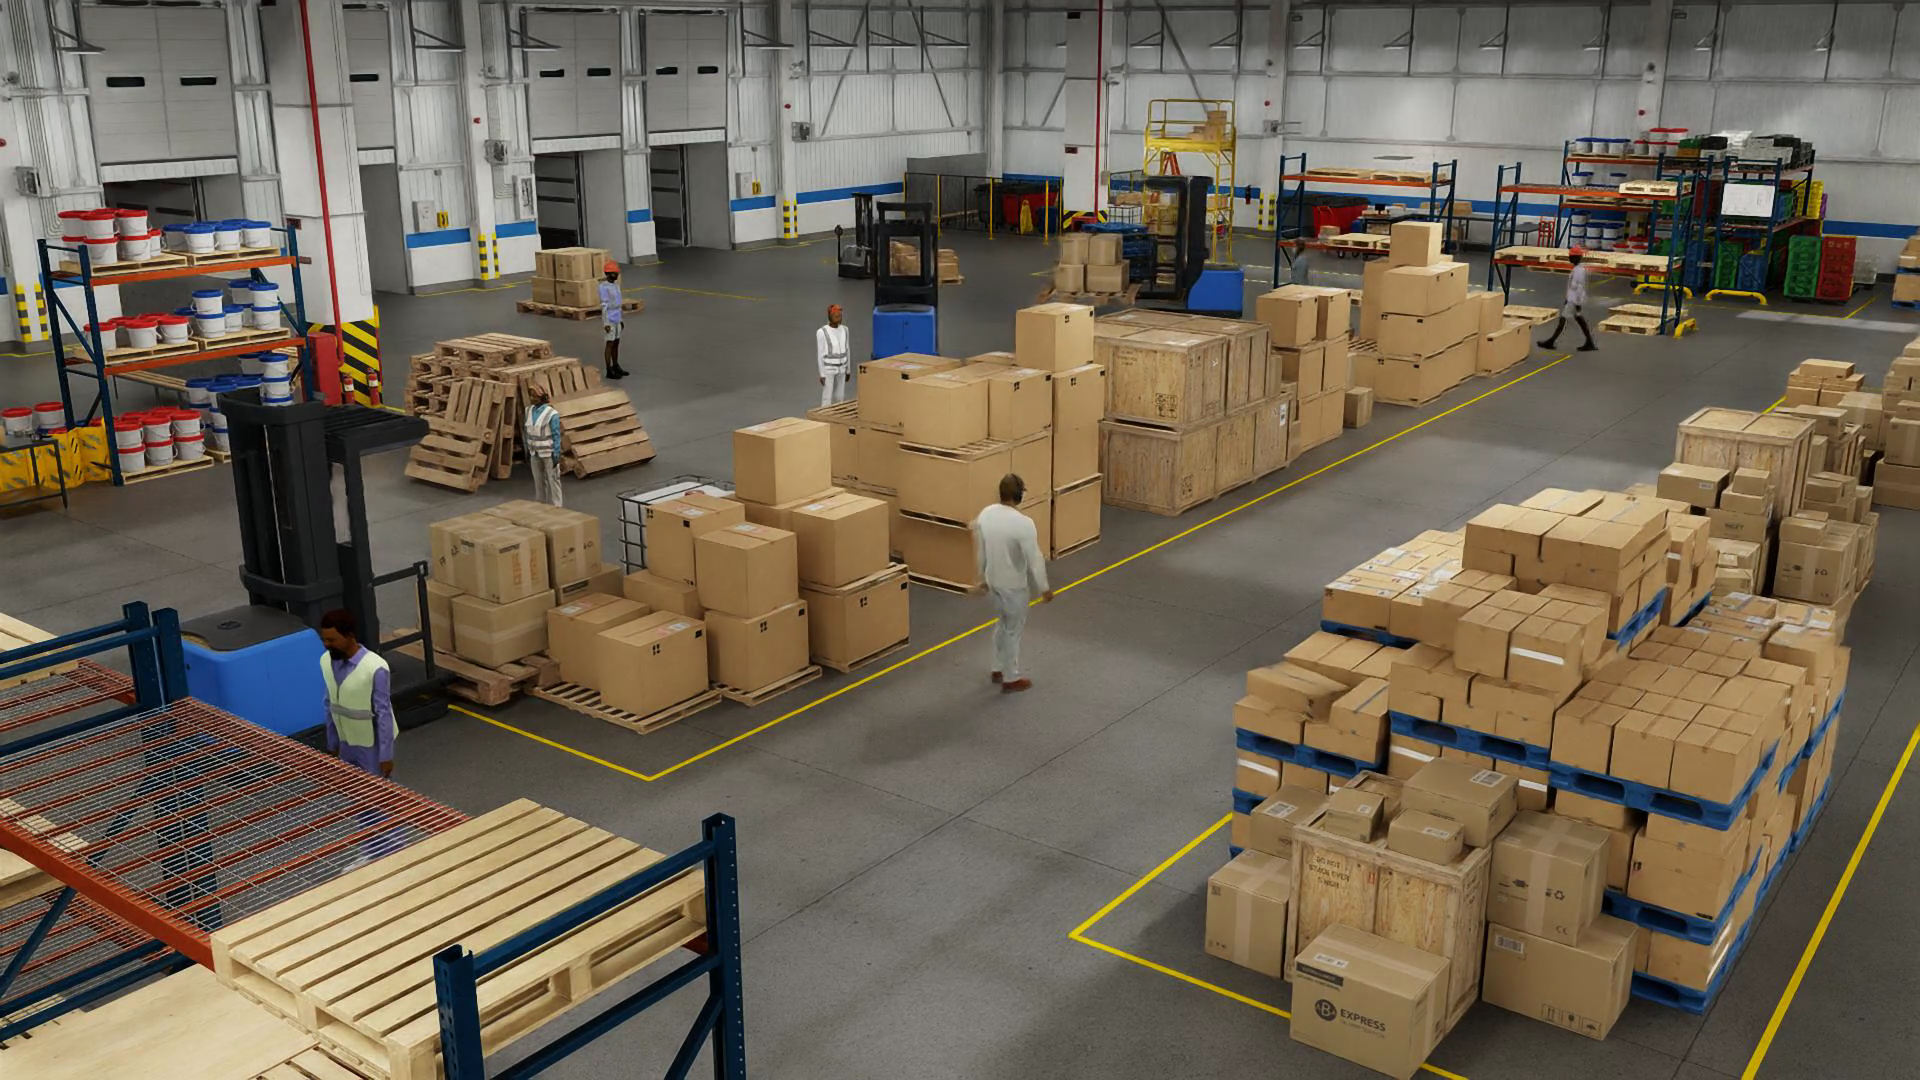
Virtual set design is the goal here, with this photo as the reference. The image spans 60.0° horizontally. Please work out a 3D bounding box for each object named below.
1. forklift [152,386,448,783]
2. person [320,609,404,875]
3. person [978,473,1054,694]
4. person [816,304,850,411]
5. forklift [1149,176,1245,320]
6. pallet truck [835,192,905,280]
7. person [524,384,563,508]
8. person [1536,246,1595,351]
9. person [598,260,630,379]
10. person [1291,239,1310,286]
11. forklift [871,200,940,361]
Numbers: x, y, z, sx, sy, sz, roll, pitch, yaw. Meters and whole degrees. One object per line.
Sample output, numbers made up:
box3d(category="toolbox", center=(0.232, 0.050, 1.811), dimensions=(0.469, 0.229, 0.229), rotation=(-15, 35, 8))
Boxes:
box3d(category="forklift", center=(-5.246, 0.236, 12.992), dimensions=(1.129, 2.768, 1.873), rotation=(12, 21, 35))
box3d(category="person", center=(-3.947, 1.345, 10.991), dimensions=(0.597, 1.907, 0.404), rotation=(10, 19, 30))
box3d(category="person", center=(0.446, 0.372, 14.156), dimensions=(0.459, 1.932, 0.648), rotation=(-12, 20, -34))
box3d(category="person", center=(-1.766, -2.374, 23.354), dimensions=(0.351, 1.878, 0.569), rotation=(16, 23, 42))
box3d(category="forklift", center=(4.668, -5.709, 32.679), dimensions=(1.873, 2.768, 1.129), rotation=(3, 17, 10))
box3d(category="pallet truck", center=(-1.936, -7.159, 38.982), dimensions=(1.885, 1.965, 0.823), rotation=(-12, 21, -34))
box3d(category="person", center=(-4.797, -0.985, 19.149), dimensions=(0.515, 1.641, 0.308), rotation=(9, 19, 29))
box3d(category="person", center=(10.989, -4.324, 29.797), dimensions=(1.013, 1.883, 0.568), rotation=(6, 18, 20))
box3d(category="person", center=(-5.707, -3.632, 27.399), dimensions=(0.351, 1.942, 0.547), rotation=(5, 17, 15))
box3d(category="person", center=(6.261, -4.606, 30.698), dimensions=(0.914, 1.907, 0.644), rotation=(2, 17, 7))
box3d(category="forklift", center=(-0.918, -4.306, 28.031), dimensions=(1.129, 2.768, 1.873), rotation=(0, 17, 1))
